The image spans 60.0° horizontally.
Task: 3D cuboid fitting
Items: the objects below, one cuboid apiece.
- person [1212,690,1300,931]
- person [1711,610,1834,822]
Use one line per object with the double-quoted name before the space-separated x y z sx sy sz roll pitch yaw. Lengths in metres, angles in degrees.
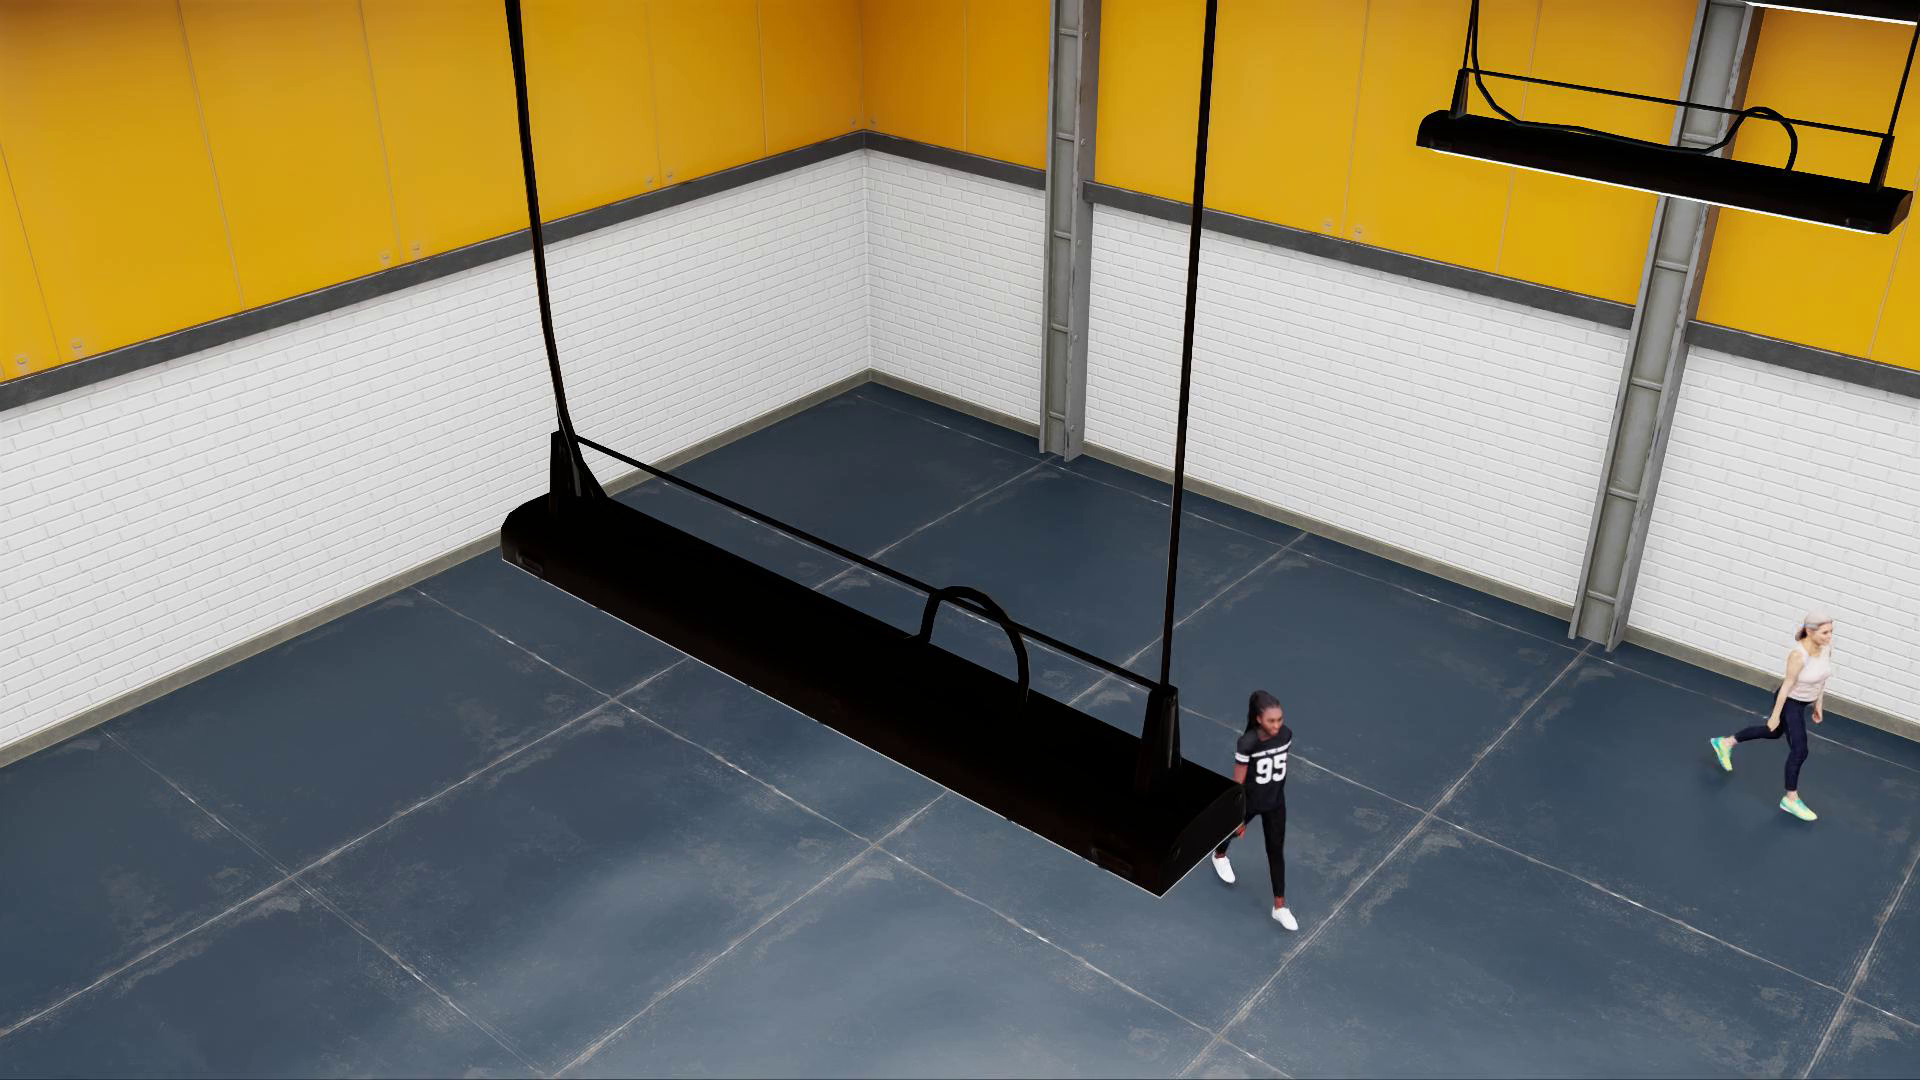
"person" 2.006 1.783 11.525 0.982 1.680 1.262 -12 31 -21
"person" 6.198 1.227 12.560 0.793 1.665 1.217 -20 34 -32
